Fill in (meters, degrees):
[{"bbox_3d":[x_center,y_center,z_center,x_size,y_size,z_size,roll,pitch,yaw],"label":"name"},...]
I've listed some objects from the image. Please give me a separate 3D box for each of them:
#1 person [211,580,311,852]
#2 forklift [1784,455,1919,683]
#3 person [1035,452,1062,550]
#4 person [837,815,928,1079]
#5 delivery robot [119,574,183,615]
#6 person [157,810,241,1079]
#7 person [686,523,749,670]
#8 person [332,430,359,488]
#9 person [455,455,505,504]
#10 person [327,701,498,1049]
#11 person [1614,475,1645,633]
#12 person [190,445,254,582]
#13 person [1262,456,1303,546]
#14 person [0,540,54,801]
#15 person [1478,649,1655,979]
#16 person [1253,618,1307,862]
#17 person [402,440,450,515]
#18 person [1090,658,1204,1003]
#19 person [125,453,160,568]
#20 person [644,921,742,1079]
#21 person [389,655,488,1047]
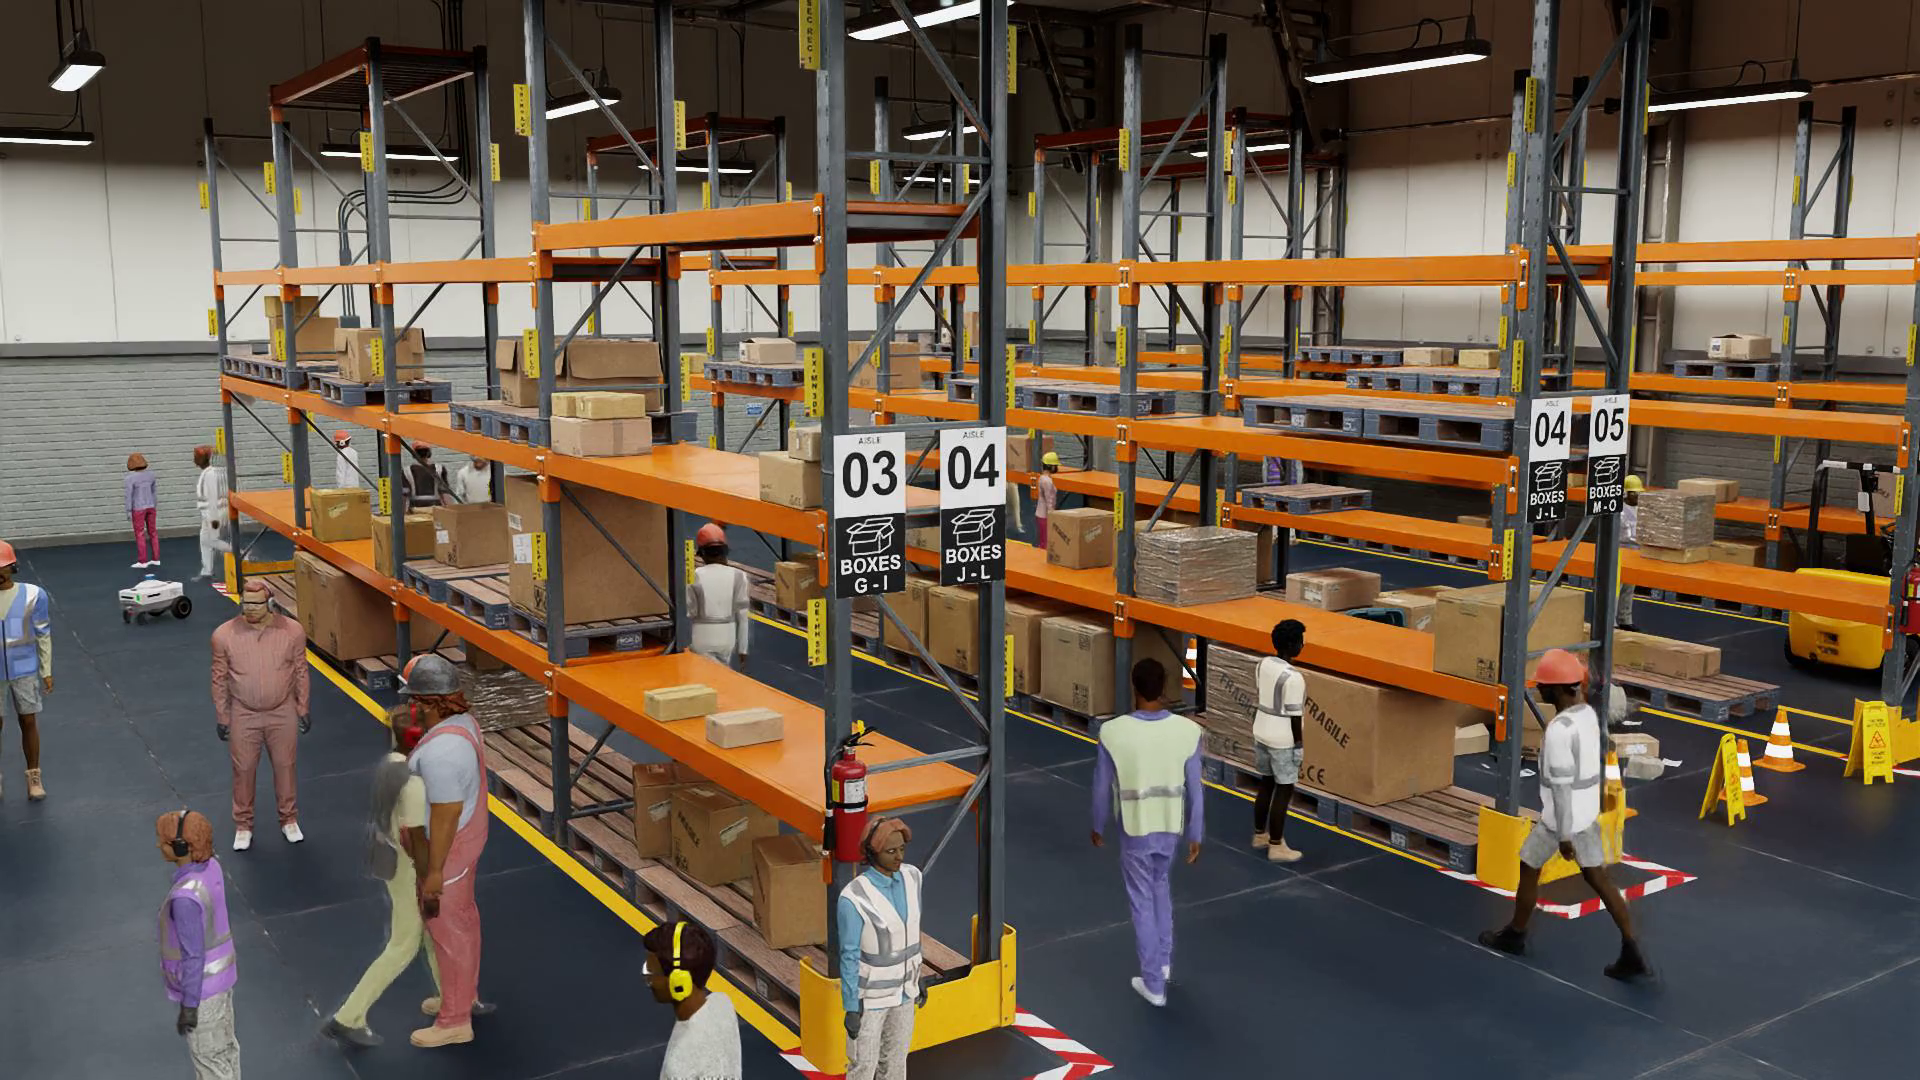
[{"bbox_3d":[-4.897,1.220,11.699,0.643,1.905,0.399,-4,10,-27],"label":"person"},{"bbox_3d":[9.643,0.253,17.172,2.313,2.155,1.214,-6,10,-33],"label":"forklift"},{"bbox_3d":[1.183,-0.303,22.321,0.335,1.763,0.525,-1,9,-6],"label":"person"},{"bbox_3d":[-0.337,2.007,7.326,0.308,1.639,0.524,7,11,37],"label":"person"},{"bbox_3d":[-9.550,0.651,19.638,0.477,0.478,0.707,3,9,21],"label":"delivery robot"},{"bbox_3d":[-3.385,1.994,7.408,0.314,1.642,0.514,-2,9,-14],"label":"person"},{"bbox_3d":[-2.042,0.862,13.785,0.628,1.999,1.028,-5,10,-31],"label":"person"},{"bbox_3d":[-9.613,-0.854,26.035,0.349,1.743,0.563,0,9,3],"label":"person"},{"bbox_3d":[-6.432,-0.360,22.366,0.661,1.868,0.968,-1,9,-4],"label":"person"},{"bbox_3d":[-2.884,1.726,8.653,0.859,1.816,0.575,-4,9,-25],"label":"person"},{"bbox_3d":[7.573,0.175,18.886,0.586,1.833,0.403,-5,10,-30],"label":"person"},{"bbox_3d":[-9.987,-0.361,22.373,0.724,1.868,0.595,-5,10,-28],"label":"person"},{"bbox_3d":[4.966,-0.834,25.576,0.622,1.845,0.430,5,10,28],"label":"person"},{"bbox_3d":[-7.250,1.003,12.674,0.609,2.044,0.394,-4,10,-27],"label":"person"},{"bbox_3d":[3.522,1.560,9.515,0.550,1.892,1.009,-8,12,-42],"label":"person"},{"bbox_3d":[2.196,1.369,11.423,0.319,1.688,0.538,-3,9,-18],"label":"person"},{"bbox_3d":[-6.971,-0.321,21.675,0.670,1.991,0.548,-3,9,-21],"label":"person"},{"bbox_3d":[1.022,1.594,9.258,0.586,1.893,0.603,-2,9,-16],"label":"person"},{"bbox_3d":[-11.569,-0.417,23.523,0.280,1.625,0.493,4,9,26],"label":"person"},{"bbox_3d":[-0.872,2.166,5.565,0.329,1.861,0.500,1,9,9],"label":"person"},{"bbox_3d":[-2.747,1.601,8.702,0.538,2.000,0.687,-1,9,-8],"label":"person"}]
